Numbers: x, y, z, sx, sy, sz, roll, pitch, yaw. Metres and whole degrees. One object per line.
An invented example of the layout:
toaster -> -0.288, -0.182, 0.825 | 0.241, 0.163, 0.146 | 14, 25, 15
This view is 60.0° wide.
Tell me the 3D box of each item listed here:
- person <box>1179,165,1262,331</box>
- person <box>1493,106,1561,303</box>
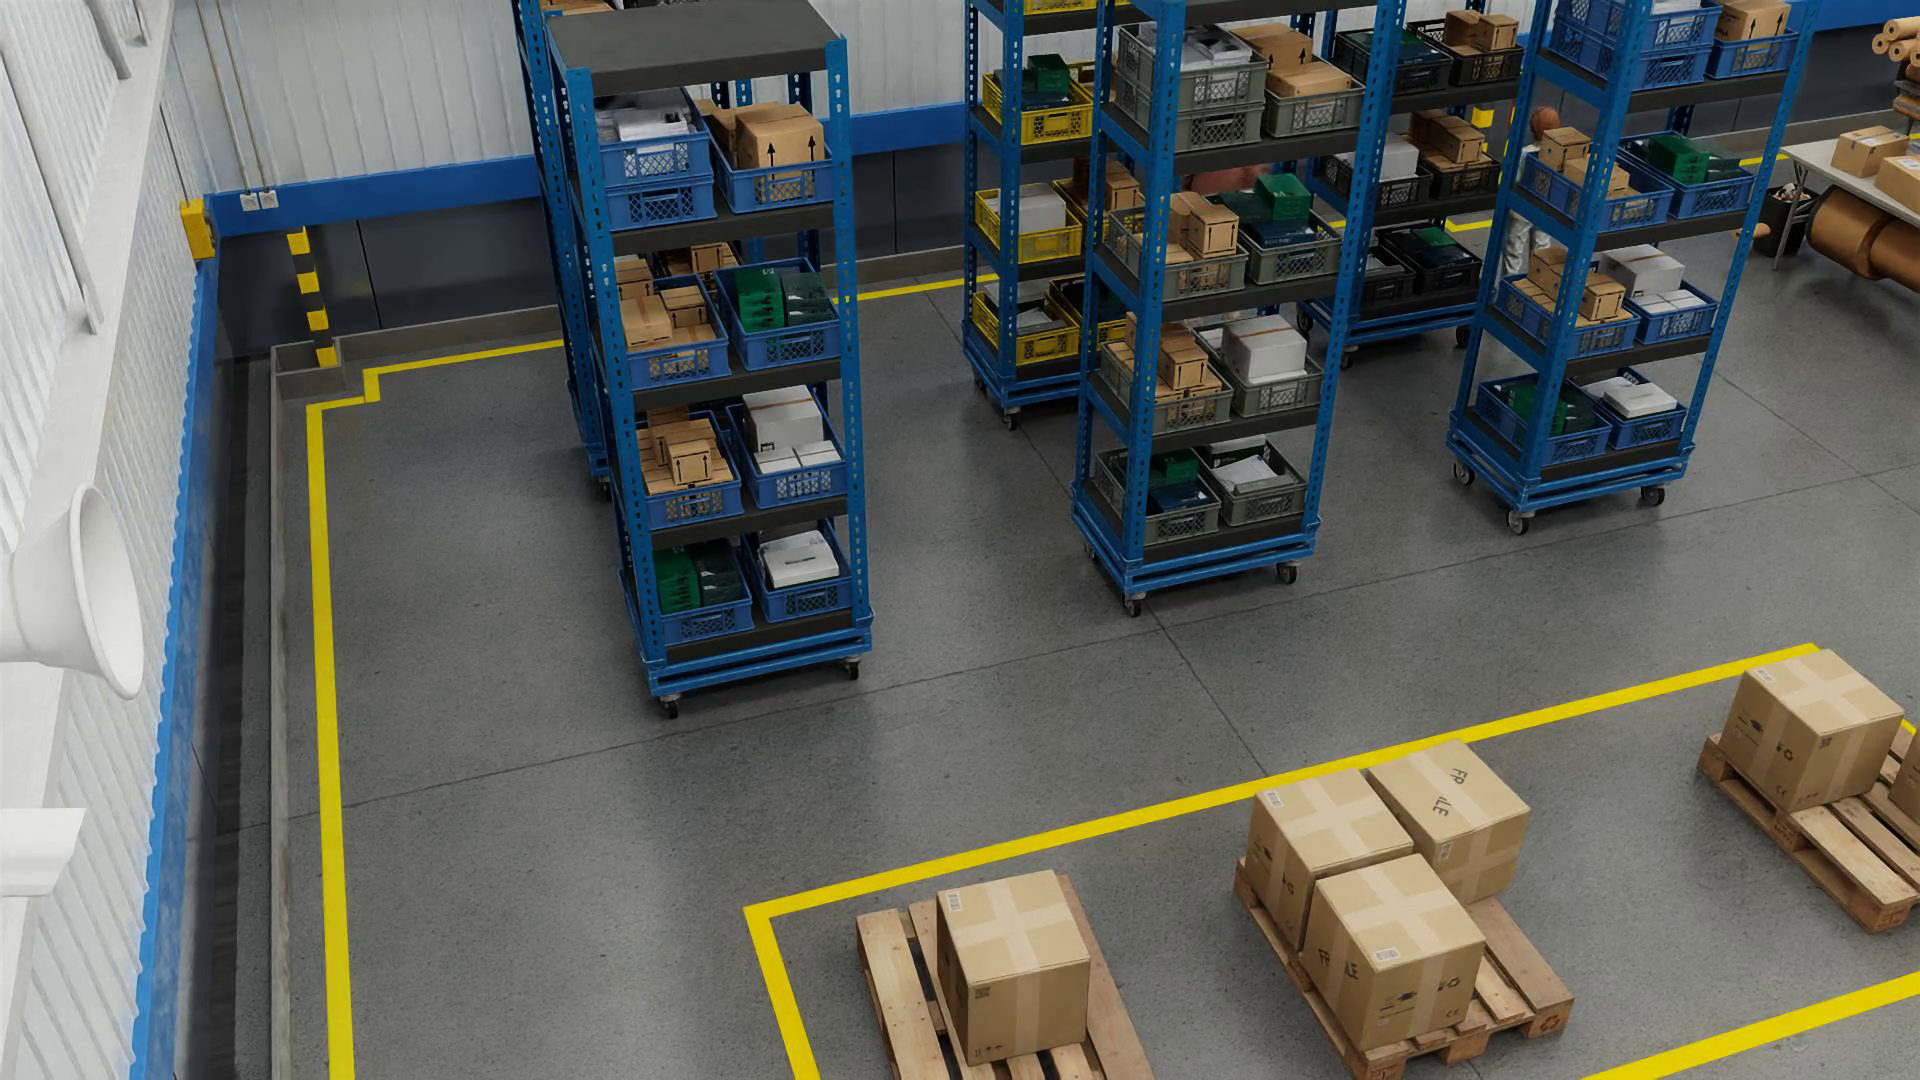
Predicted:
person -> 1.800, -2.178, 11.660 | 0.656, 1.983, 0.443 | 22, 41, 28
person -> 4.181, -2.380, 12.226 | 0.514, 1.639, 0.310 | -7, 36, -10
